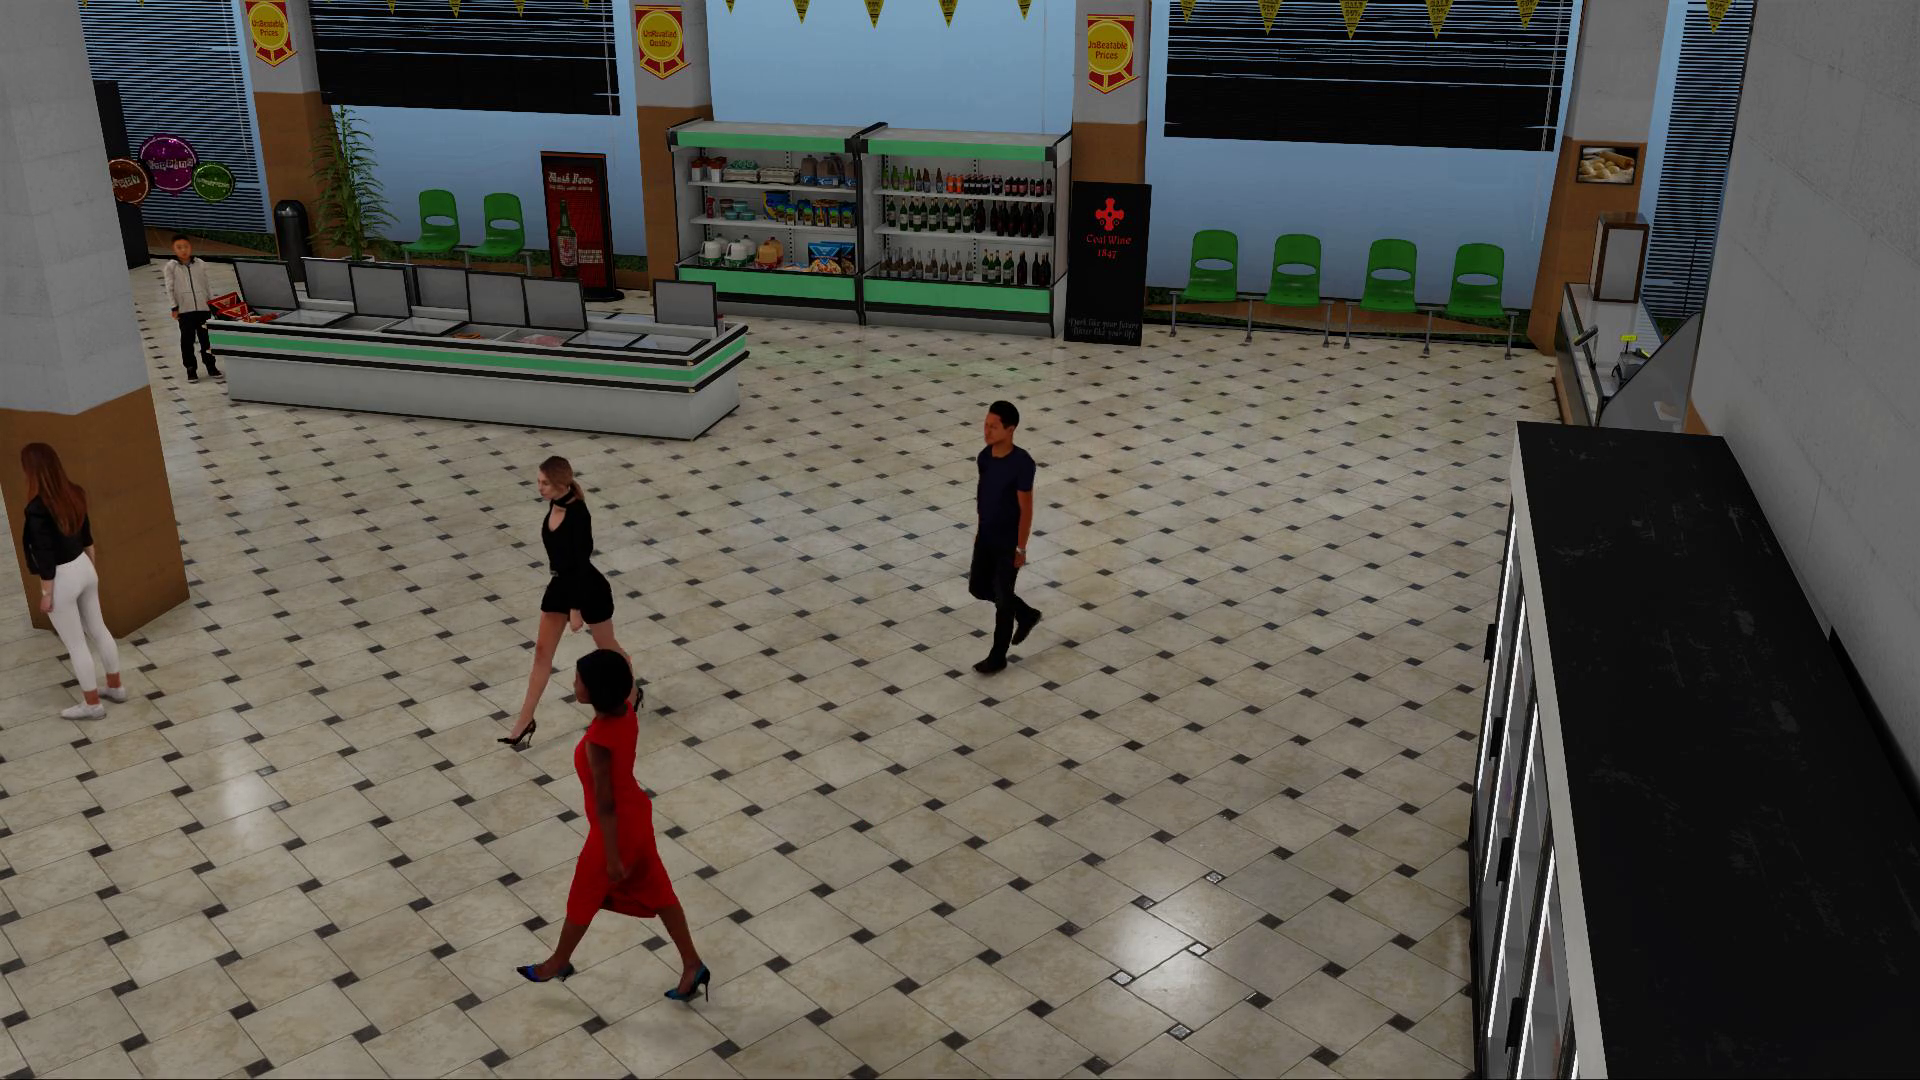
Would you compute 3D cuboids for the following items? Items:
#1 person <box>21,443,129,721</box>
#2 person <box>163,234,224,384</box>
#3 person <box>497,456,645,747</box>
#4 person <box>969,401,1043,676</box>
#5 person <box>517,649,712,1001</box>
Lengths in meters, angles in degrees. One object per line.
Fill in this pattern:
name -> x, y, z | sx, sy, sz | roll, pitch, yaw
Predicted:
person -> -5.240, 0.237, 9.788 | 0.532, 1.702, 0.618 | 4, 22, 10
person -> -7.590, -2.304, 16.443 | 0.664, 1.454, 0.684 | -18, 28, -38
person -> -2.102, 0.339, 9.512 | 1.056, 1.717, 1.164 | -20, 29, -40
person -> 0.326, -0.029, 10.343 | 0.958, 1.782, 0.918 | -17, 27, -36
person -> -1.381, 1.293, 7.165 | 1.136, 1.697, 0.702 | 3, 22, 7
